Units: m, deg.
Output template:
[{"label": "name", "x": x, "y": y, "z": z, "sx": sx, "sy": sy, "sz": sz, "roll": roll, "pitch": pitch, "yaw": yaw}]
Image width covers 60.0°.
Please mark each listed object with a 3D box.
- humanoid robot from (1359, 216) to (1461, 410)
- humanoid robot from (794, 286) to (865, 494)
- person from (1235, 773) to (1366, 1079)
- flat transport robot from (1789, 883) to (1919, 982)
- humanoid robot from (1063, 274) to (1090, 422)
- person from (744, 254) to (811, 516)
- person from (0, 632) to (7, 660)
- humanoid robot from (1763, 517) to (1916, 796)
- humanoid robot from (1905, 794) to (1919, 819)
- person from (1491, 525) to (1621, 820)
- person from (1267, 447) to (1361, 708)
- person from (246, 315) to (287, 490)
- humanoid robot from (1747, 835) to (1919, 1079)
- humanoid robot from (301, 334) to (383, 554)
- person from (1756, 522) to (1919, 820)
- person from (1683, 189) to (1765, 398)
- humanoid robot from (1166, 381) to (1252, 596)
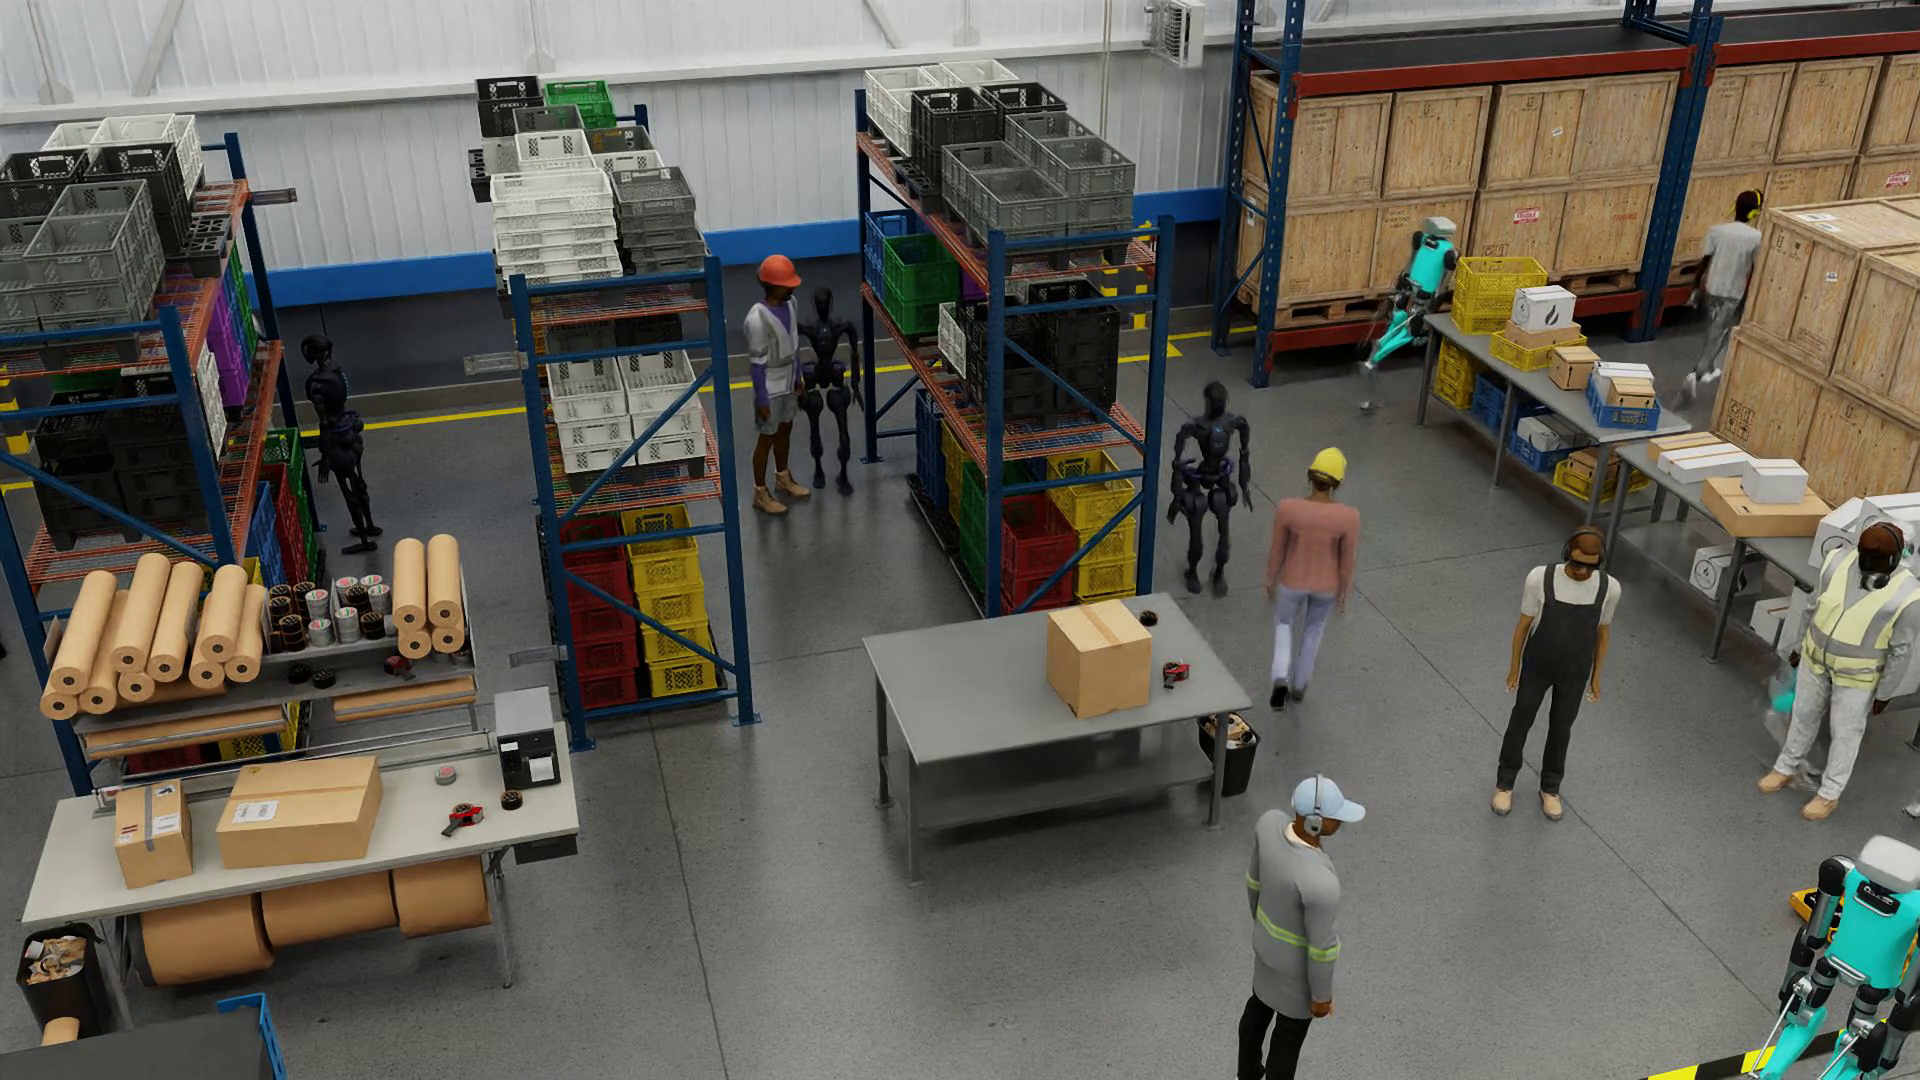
[{"label": "humanoid robot", "x": 3.634, "y": -1.805, "z": 13.943, "sx": 0.853, "sy": 1.777, "sz": 0.555, "roll": -12, "pitch": 31, "yaw": -21}, {"label": "humanoid robot", "x": -1.043, "y": -1.157, "z": 12.804, "sx": 0.612, "sy": 1.648, "sz": 0.370, "roll": -6, "pitch": 29, "yaw": -10}, {"label": "person", "x": 1.470, "y": 1.790, "z": 7.262, "sx": 0.386, "sy": 1.849, "sz": 0.596, "roll": -10, "pitch": 30, "yaw": -17}, {"label": "flat transport robot", "x": 5.163, "y": 1.916, "z": 8.676, "sx": 1.431, "sy": 0.231, "sz": 0.659, "roll": -8, "pitch": 30, "yaw": -14}, {"label": "humanoid robot", "x": 0.877, "y": -1.629, "z": 13.672, "sx": 0.404, "sy": 1.633, "sz": 0.591, "roll": 12, "pitch": 31, "yaw": 21}, {"label": "person", "x": -1.342, "y": -1.164, "z": 12.456, "sx": 0.422, "sy": 2.033, "sz": 0.606, "roll": 14, "pitch": 32, "yaw": 23}, {"label": "person", "x": -6.462, "y": -0.036, "z": 10.520, "sx": 0.376, "sy": 1.931, "sz": 0.553, "roll": 19, "pitch": 34, "yaw": 31}, {"label": "humanoid robot", "x": 4.888, "y": 0.629, "z": 9.492, "sx": 0.666, "sy": 1.797, "sz": 0.554, "roll": 23, "pitch": 36, "yaw": 36}, {"label": "humanoid robot", "x": 5.641, "y": 0.831, "z": 9.154, "sx": 1.020, "sy": 1.744, "sz": 0.531, "roll": -7, "pitch": 30, "yaw": -12}, {"label": "person", "x": 3.298, "y": 0.729, "z": 9.203, "sx": 0.504, "sy": 1.841, "sz": 0.345, "roll": 5, "pitch": 29, "yaw": 10}, {"label": "person", "x": 2.122, "y": 0.285, "z": 10.120, "sx": 0.522, "sy": 1.741, "sz": 0.545, "roll": 6, "pitch": 29, "yaw": 10}, {"label": "person", "x": -5.299, "y": -1.087, "z": 12.482, "sx": 0.310, "sy": 1.864, "sz": 0.529, "roll": -14, "pitch": 32, "yaw": -24}, {"label": "humanoid robot", "x": 3.503, "y": 2.018, "z": 6.821, "sx": 0.735, "sy": 1.681, "sz": 0.533, "roll": -17, "pitch": 33, "yaw": -28}, {"label": "humanoid robot", "x": -4.467, "y": -0.699, "z": 11.955, "sx": 0.315, "sy": 1.657, "sz": 0.599, "roll": -2, "pitch": 29, "yaw": -3}, {"label": "person", "x": 4.912, "y": 0.712, "z": 9.248, "sx": 0.429, "sy": 1.834, "sz": 0.631, "roll": -15, "pitch": 32, "yaw": -25}, {"label": "person", "x": 6.613, "y": -2.136, "z": 14.431, "sx": 0.860, "sy": 1.831, "sz": 0.501, "roll": -25, "pitch": 38, "yaw": -38}, {"label": "humanoid robot", "x": 1.703, "y": -0.358, "z": 11.359, "sx": 0.601, "sy": 1.637, "sz": 0.431, "roll": -6, "pitch": 29, "yaw": -12}]
